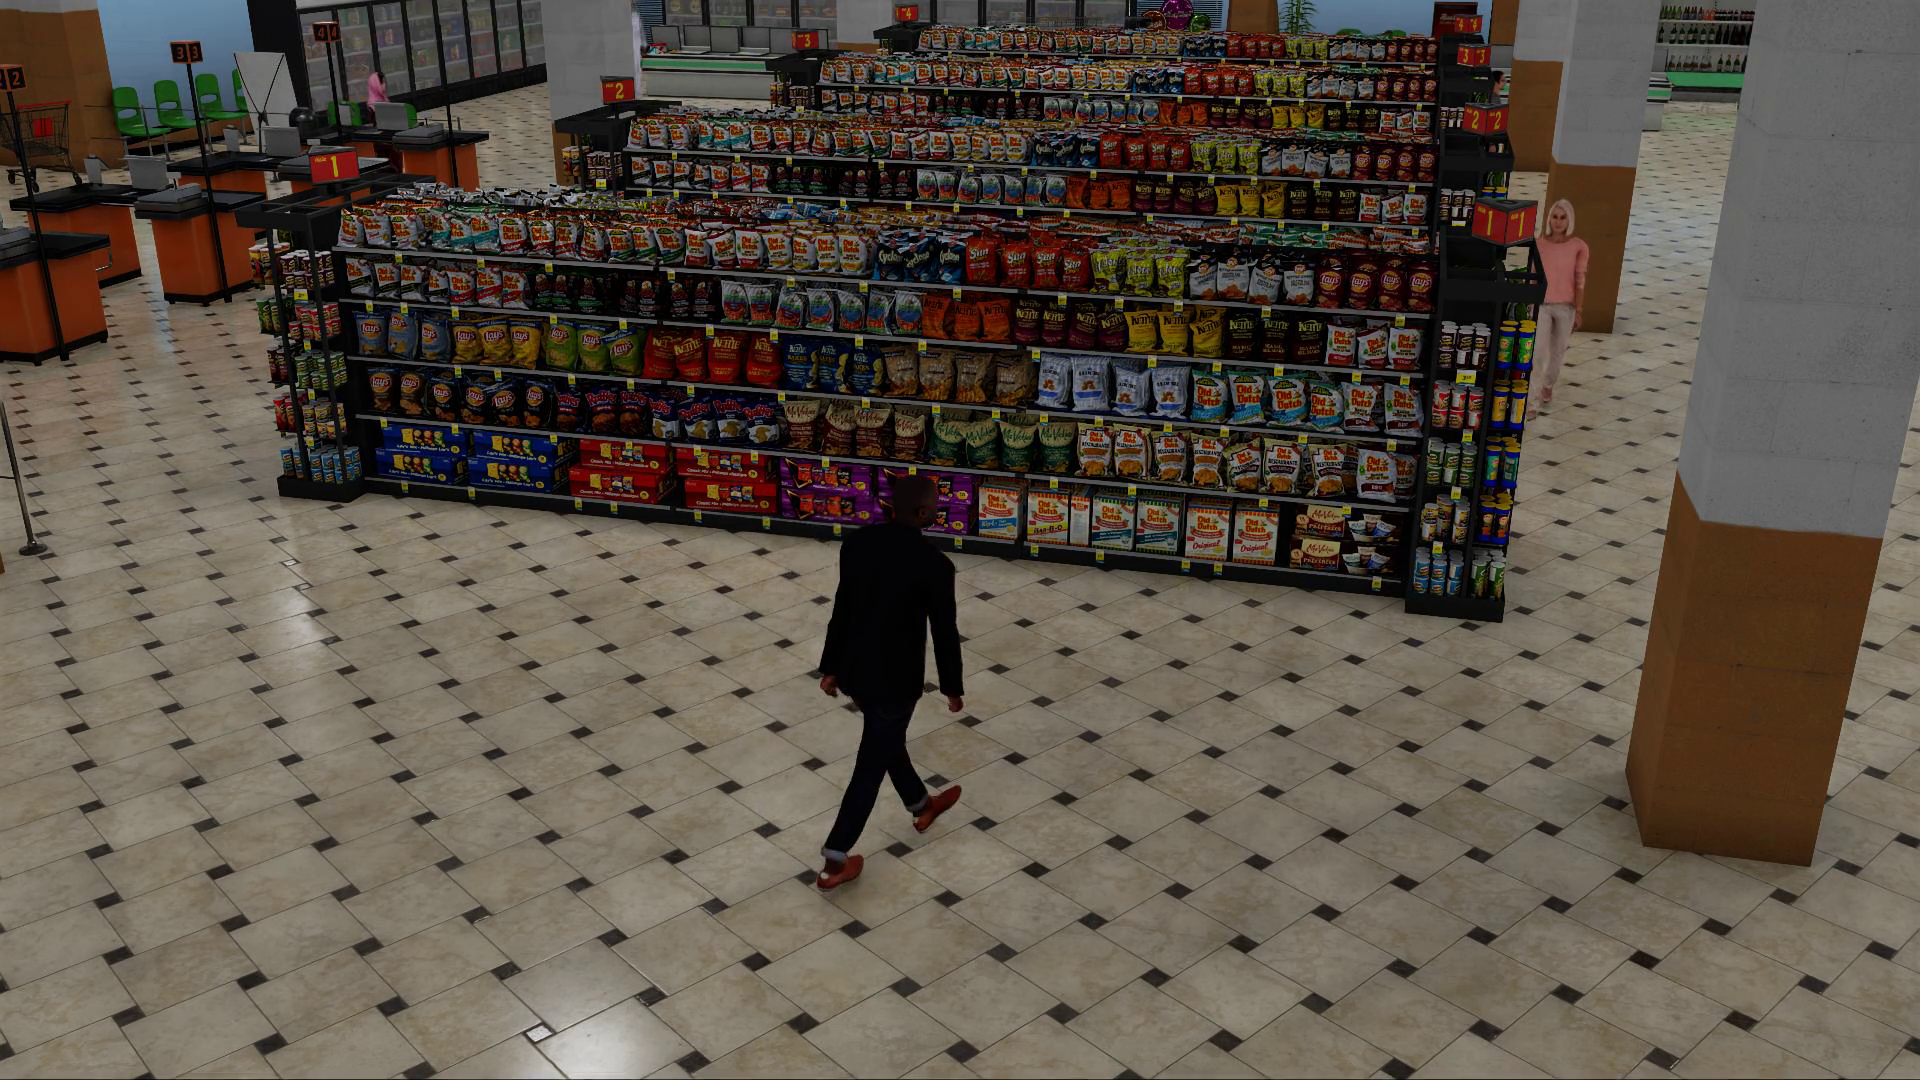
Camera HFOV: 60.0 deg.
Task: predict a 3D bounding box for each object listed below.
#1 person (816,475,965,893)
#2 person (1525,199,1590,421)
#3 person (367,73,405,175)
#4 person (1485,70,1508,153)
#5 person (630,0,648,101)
[{"bbox_3d":[-0.401,0.637,6.933,1.199,1.751,1.111,15,26,32],"label":"person"},{"bbox_3d":[4.715,-1.828,13.159,1.076,1.685,0.735,8,23,20],"label":"person"},{"bbox_3d":[-7.642,-5.334,21.958,0.802,1.630,0.784,-1,22,-2],"label":"person"},{"bbox_3d":[6.722,-5.062,21.113,0.543,1.754,0.635,4,22,10],"label":"person"},{"bbox_3d":[-6.290,-9.349,31.561,0.942,1.919,0.895,20,29,41],"label":"person"}]
